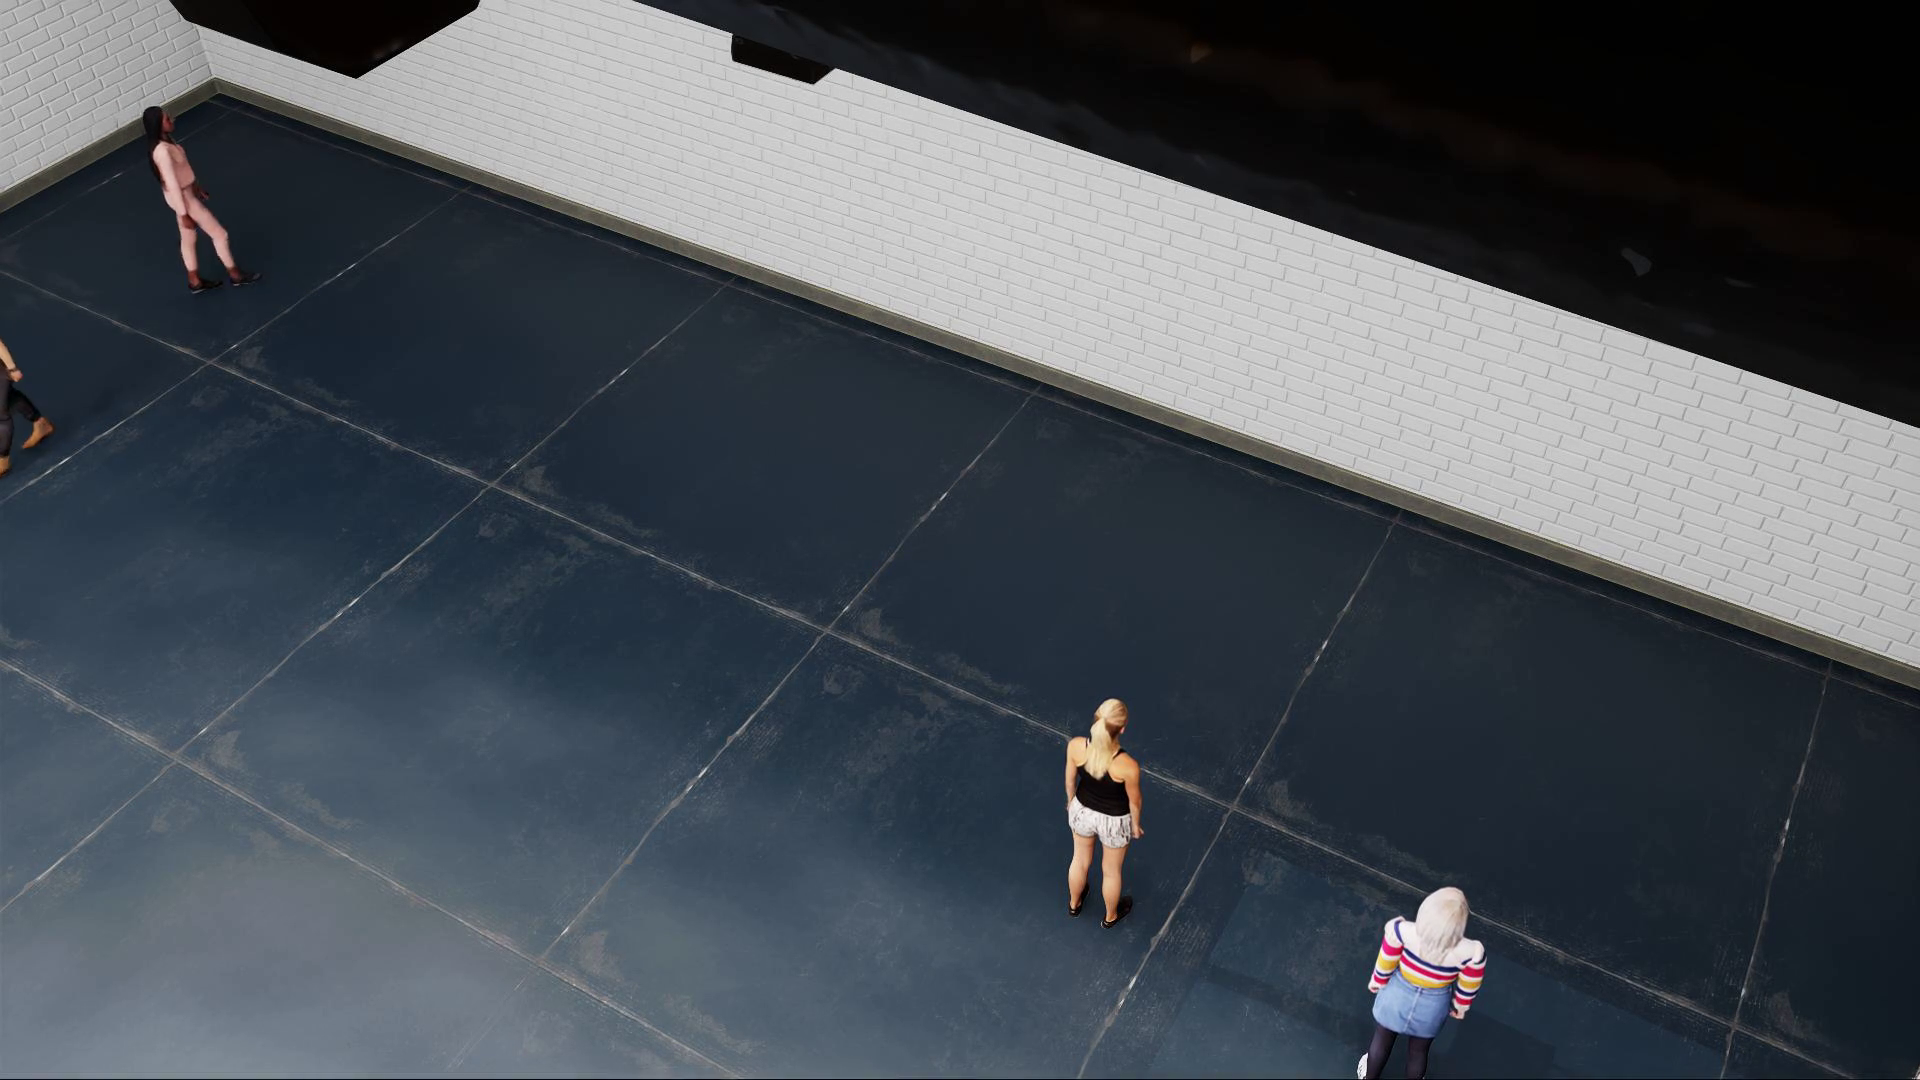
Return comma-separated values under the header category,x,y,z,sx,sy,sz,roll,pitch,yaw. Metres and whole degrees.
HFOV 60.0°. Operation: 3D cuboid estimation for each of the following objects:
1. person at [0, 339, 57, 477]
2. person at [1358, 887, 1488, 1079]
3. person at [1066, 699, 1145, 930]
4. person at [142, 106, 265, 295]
category,x,y,z,sx,sy,sz,roll,pitch,yaw
person,-7.091,-1.331,12.200,0.685,1.682,0.990,17,46,17
person,2.277,2.288,8.308,0.688,1.809,0.569,14,45,14
person,0.777,1.501,9.108,0.600,1.846,0.537,20,47,19
person,-6.462,-2.755,13.678,0.981,1.705,0.895,-17,46,-17
